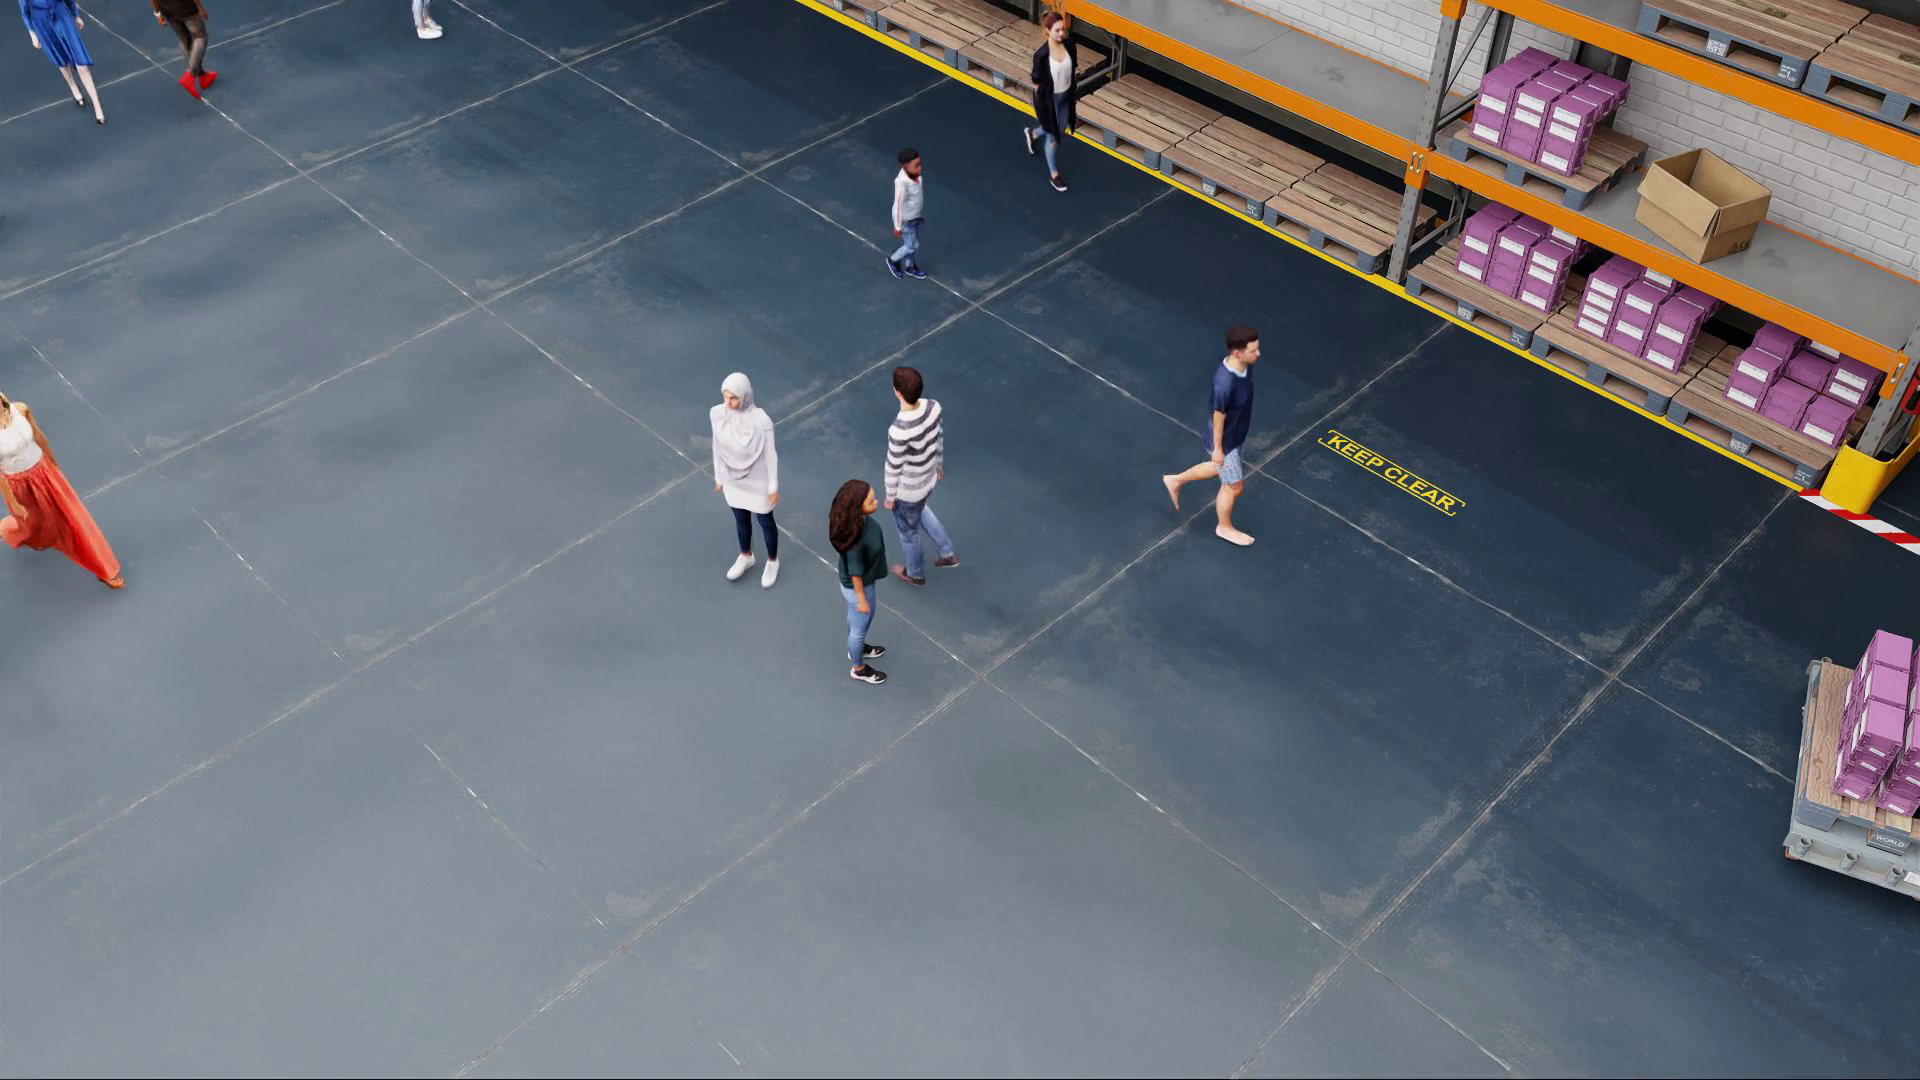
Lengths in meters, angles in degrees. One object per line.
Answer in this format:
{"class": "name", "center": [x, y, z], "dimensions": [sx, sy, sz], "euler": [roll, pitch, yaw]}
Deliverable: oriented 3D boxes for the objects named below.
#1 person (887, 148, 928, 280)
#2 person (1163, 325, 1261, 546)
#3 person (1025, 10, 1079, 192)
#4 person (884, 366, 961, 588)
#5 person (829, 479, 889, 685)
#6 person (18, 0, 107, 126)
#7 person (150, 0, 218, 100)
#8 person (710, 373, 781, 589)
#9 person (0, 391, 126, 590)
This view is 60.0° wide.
{"class": "person", "center": [-0.489, -2.789, 14.138], "dimensions": [0.643, 1.252, 0.572], "euler": [19, 47, 19]}
{"class": "person", "center": [1.789, -0.758, 11.587], "dimensions": [1.070, 1.827, 0.816], "euler": [20, 47, 20]}
{"class": "person", "center": [0.812, -4.048, 15.157], "dimensions": [0.777, 1.668, 1.029], "euler": [-22, 48, -21]}
{"class": "person", "center": [-0.237, -0.349, 11.150], "dimensions": [0.789, 1.839, 0.719], "euler": [25, 49, 24]}
{"class": "person", "center": [-0.651, 0.249, 10.684], "dimensions": [0.768, 1.616, 0.708], "euler": [0, 44, 0]}
{"class": "person", "center": [-8.703, -4.917, 15.992], "dimensions": [0.815, 1.774, 1.190], "euler": [-23, 48, -23]}
{"class": "person", "center": [-7.663, -5.158, 16.232], "dimensions": [1.013, 1.793, 1.048], "euler": [3, 44, 3]}
{"class": "person", "center": [-1.431, -0.412, 11.263], "dimensions": [0.626, 1.775, 0.757], "euler": [14, 45, 14]}
{"class": "person", "center": [-6.357, -0.395, 11.252], "dimensions": [1.272, 1.766, 0.929], "euler": [16, 46, 16]}
